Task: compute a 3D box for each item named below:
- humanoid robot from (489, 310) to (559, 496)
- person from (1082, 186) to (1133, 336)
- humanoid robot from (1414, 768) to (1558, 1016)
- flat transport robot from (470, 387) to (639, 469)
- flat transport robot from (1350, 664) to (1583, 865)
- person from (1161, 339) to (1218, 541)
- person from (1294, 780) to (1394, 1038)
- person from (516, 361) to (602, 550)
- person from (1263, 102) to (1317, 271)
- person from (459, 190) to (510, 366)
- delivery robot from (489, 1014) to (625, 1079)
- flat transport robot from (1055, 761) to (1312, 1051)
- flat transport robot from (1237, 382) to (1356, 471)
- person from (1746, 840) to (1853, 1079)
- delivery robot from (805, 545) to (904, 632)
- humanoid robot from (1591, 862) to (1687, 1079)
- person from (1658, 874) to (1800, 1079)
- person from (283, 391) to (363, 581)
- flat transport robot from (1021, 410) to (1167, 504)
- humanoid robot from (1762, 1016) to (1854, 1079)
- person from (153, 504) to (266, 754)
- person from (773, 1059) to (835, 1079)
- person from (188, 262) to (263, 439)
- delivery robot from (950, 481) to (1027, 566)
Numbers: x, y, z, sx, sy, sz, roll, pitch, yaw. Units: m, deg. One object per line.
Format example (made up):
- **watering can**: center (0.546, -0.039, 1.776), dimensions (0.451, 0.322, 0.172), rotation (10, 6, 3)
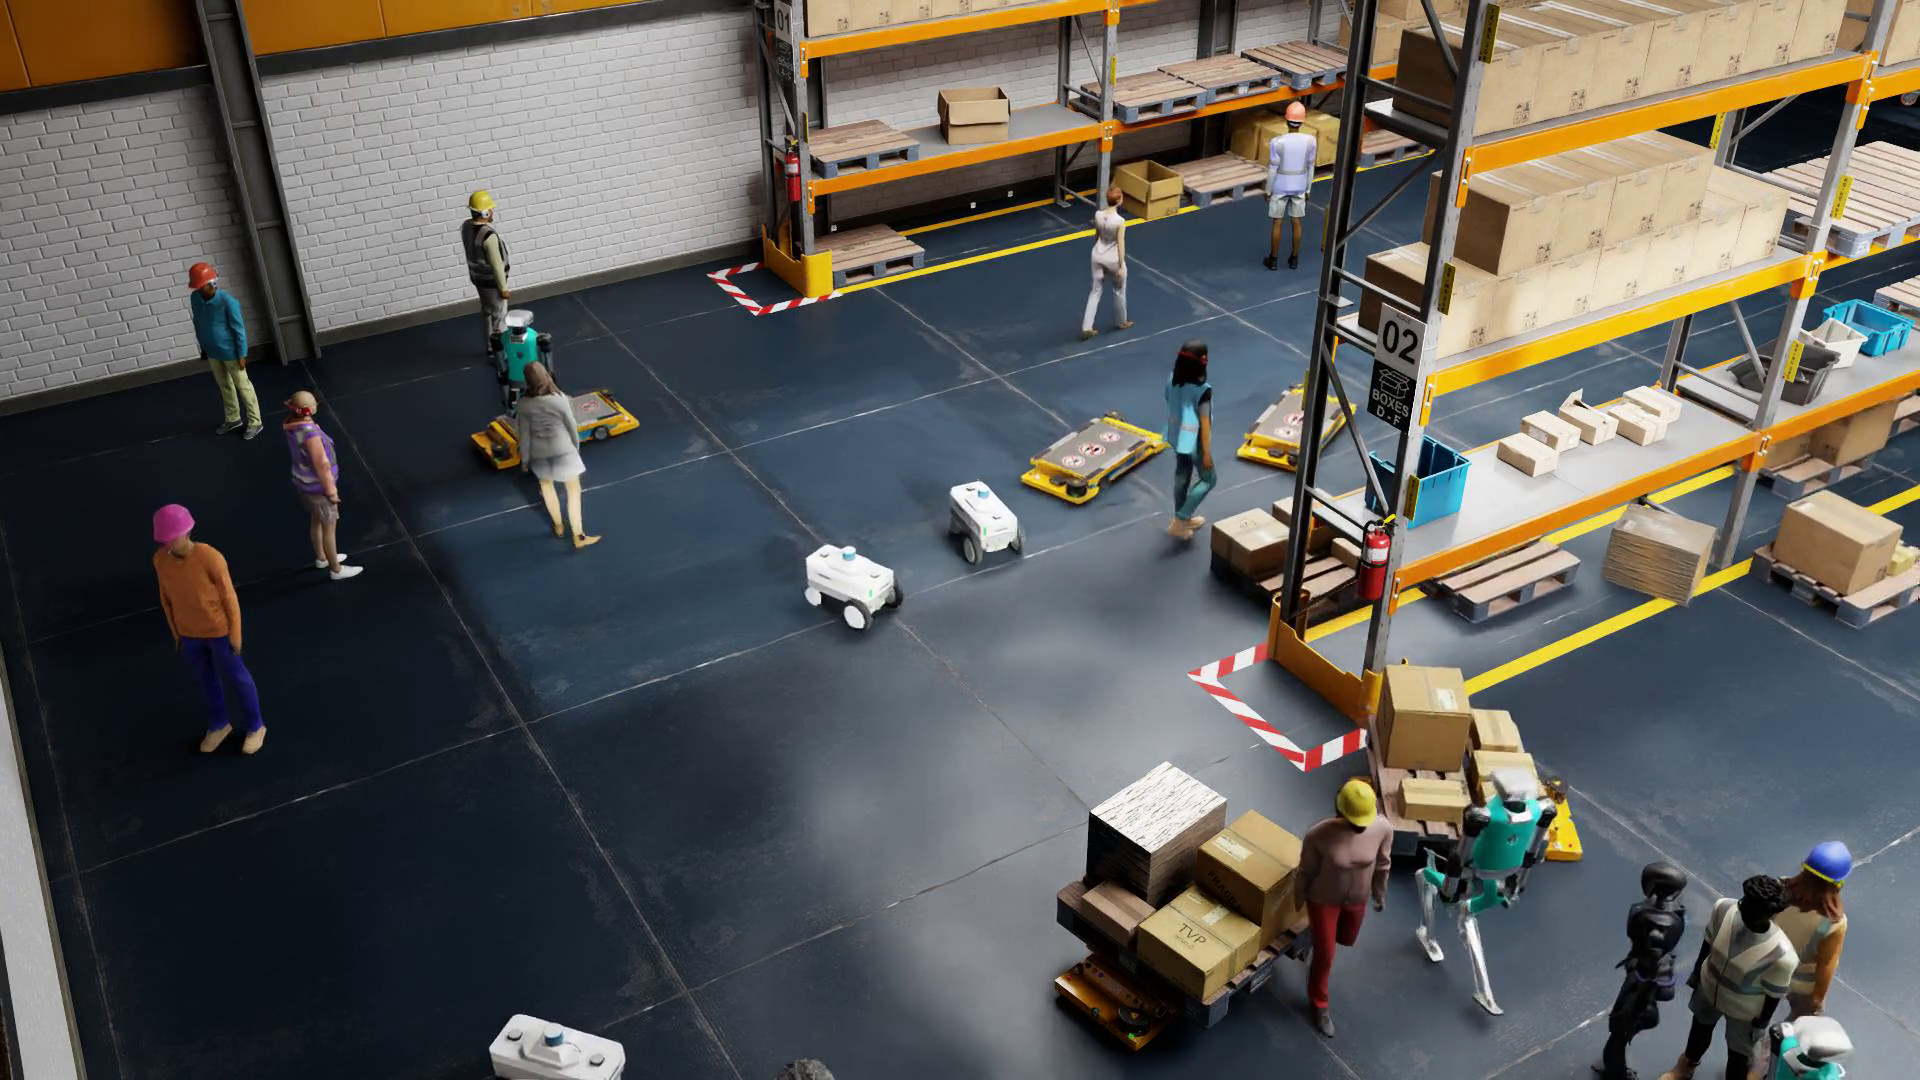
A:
- **humanoid robot**: center (-3.762, -1.291, 14.758), dimensions (0.530, 1.773, 0.869), rotation (1, 32, 2)
- **person**: center (1.560, -2.929, 17.461), dimensions (0.446, 1.638, 0.673), rotation (23, 39, 32)
- **humanoid robot**: center (2.973, 1.897, 9.677), dimensions (0.532, 1.749, 0.958), rotation (-5, 32, -7)
- **flat transport robot**: center (-3.845, -1.070, 15.790), dimensions (1.431, 0.231, 0.659), rotation (-21, 38, -29)
- **flat transport robot**: center (3.383, 1.824, 11.175), dimensions (1.431, 0.231, 0.659), rotation (3, 32, 5)
- **person**: center (1.945, -0.821, 13.896), dimensions (0.487, 1.856, 0.565), rotation (-22, 38, -31)
- **person**: center (2.146, 1.974, 9.549), dimensions (0.528, 1.735, 0.676), rotation (-7, 33, -10)
- **person**: center (-3.405, -0.707, 13.934), dimensions (0.581, 1.625, 0.516), rotation (-1, 32, -1)
- **person**: center (3.733, -4.014, 18.915), dimensions (0.542, 1.939, 0.359), rotation (-2, 32, -3)
- **person**: center (-4.758, -2.655, 16.860), dimensions (0.403, 1.824, 0.594), rotation (-26, 40, -35)
- **delivery robot**: center (-2.222, 2.897, 9.174), dimensions (0.743, 0.572, 0.501), rotation (11, 34, 17)
- **flat transport robot**: center (1.307, 2.488, 10.116), dimensions (1.431, 0.231, 0.659), rotation (-26, 41, -35)
- **flat transport robot**: center (3.216, -1.078, 15.802), dimensions (0.659, 0.231, 1.431), rotation (17, 36, 25)
- **person**: center (4.474, 2.306, 8.995), dimensions (0.391, 1.763, 0.484), rotation (-21, 38, -30)
- **delivery robot**: center (-0.864, 0.341, 13.281), dimensions (0.808, 0.606, 0.499), rotation (21, 38, 30)
- **humanoid robot**: center (3.639, 2.369, 8.973), dimensions (0.378, 1.635, 0.609), rotation (10, 34, 16)
- **person**: center (4.118, 2.432, 8.869), dimensions (0.322, 1.690, 0.530), rotation (-15, 35, -22)
- **person**: center (-5.195, -0.442, 13.455), dimensions (0.345, 1.686, 0.490), rotation (-25, 40, -34)
- **flat transport robot**: center (1.250, -0.773, 15.316), dimensions (0.659, 0.231, 1.431), rotation (23, 39, 32)
- **humanoid robot**: center (4.277, 2.955, 8.024), dimensions (0.971, 1.765, 0.551), rotation (-4, 32, -7)
- **person**: center (-5.219, 0.619, 11.486), dimensions (0.515, 1.981, 0.393), rotation (2, 32, 3)
- **person**: center (-0.658, 3.136, 7.793), dimensions (0.454, 1.653, 0.811), rotation (-3, 32, -5)
- **person**: center (-6.893, -1.780, 15.526), dimensions (0.559, 1.748, 0.328), rotation (12, 34, 18)
- **delivery robot**: center (0.199, -0.183, 14.099), dimensions (0.499, 0.587, 0.787), rotation (-14, 35, -21)
